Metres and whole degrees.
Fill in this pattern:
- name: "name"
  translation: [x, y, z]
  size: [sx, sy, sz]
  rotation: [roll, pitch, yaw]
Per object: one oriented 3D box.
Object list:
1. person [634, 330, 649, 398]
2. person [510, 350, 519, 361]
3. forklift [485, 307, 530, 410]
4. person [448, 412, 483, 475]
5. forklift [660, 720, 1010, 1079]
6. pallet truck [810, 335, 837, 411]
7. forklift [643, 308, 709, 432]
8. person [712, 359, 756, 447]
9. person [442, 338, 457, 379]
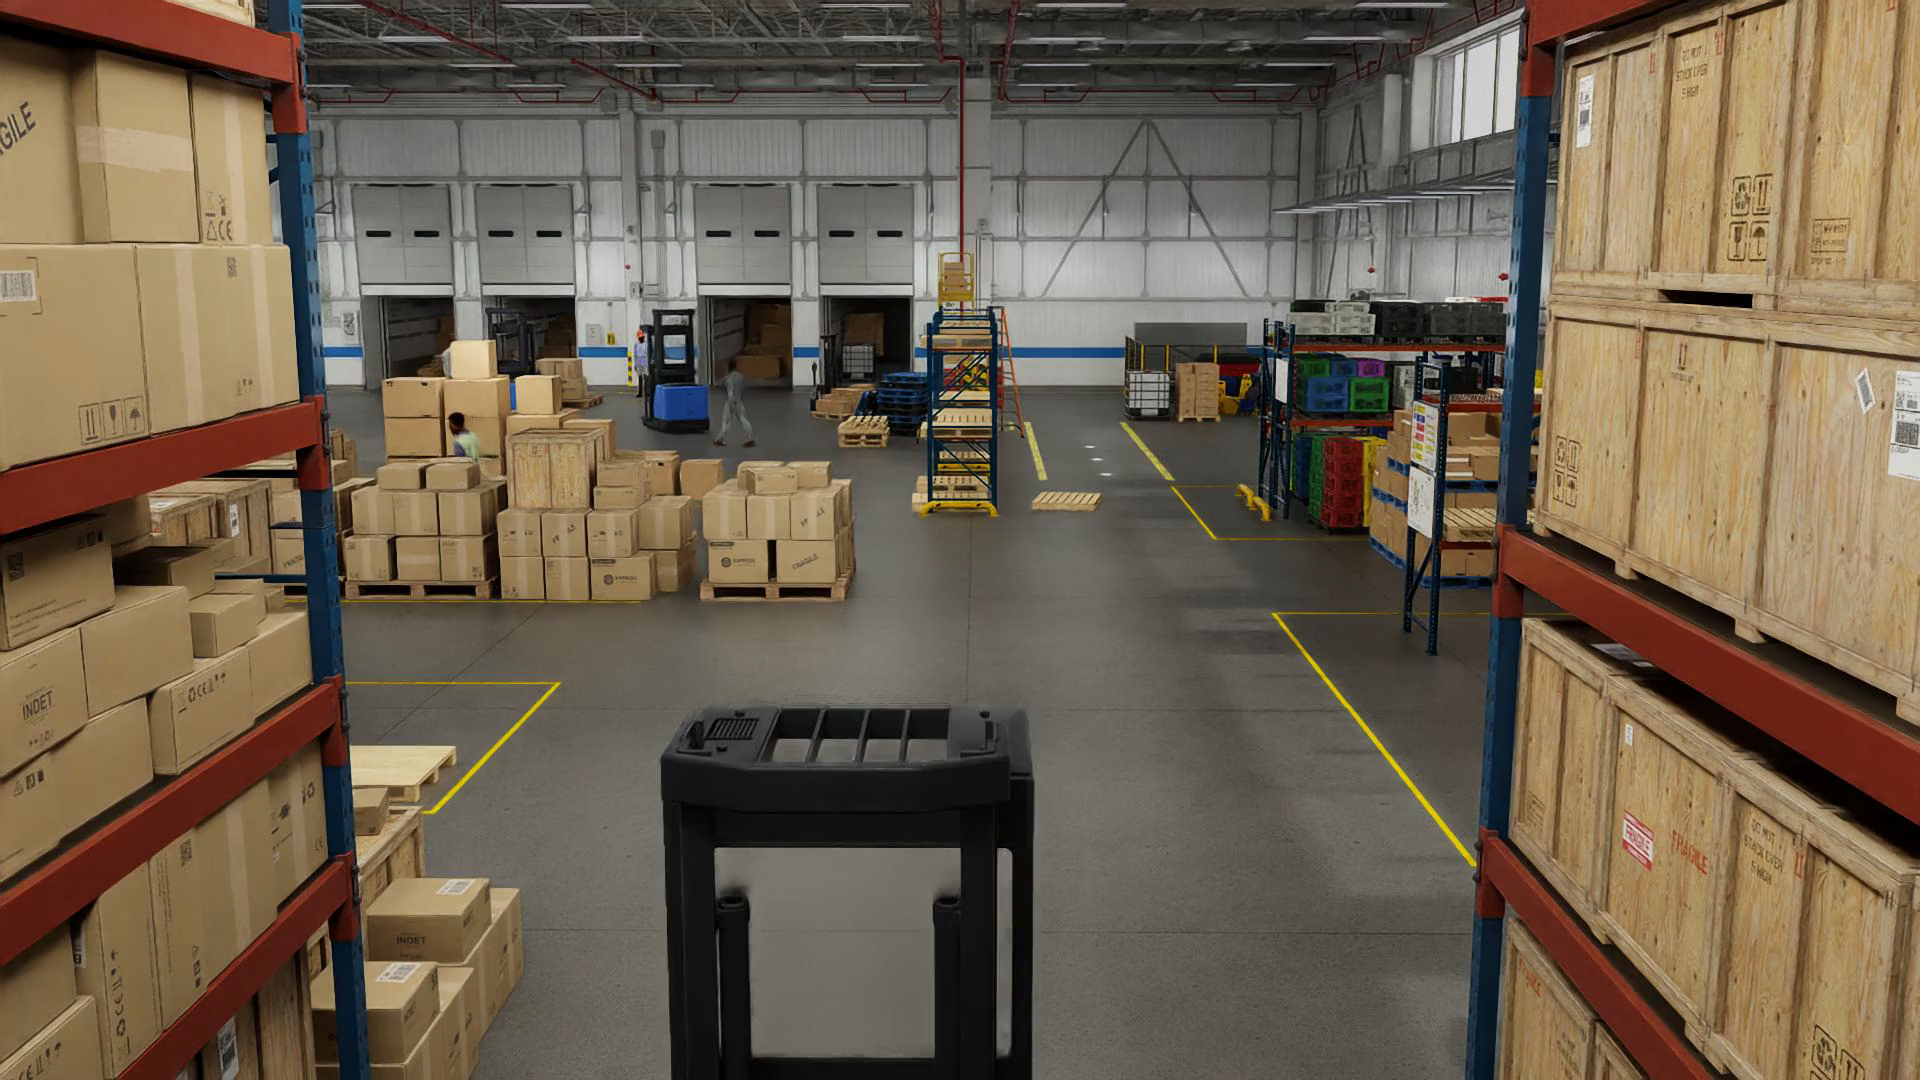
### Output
- name: "person"
  translation: [-9.034, -4.999, 47.307]
  size: [0.542, 1.929, 0.395]
  rotation: [3, 10, 16]
- name: "person"
  translation: [-11.536, -4.102, 42.999]
  size: [0.664, 1.614, 0.552]
  rotation: [4, 11, 24]
- name: "forklift"
  translation: [-10.754, -4.150, 39.646]
  size: [1.129, 2.768, 1.873]
  rotation: [0, 10, 1]
- name: "person"
  translation: [-7.020, -0.873, 23.572]
  size: [0.482, 1.890, 0.626]
  rotation: [1, 10, 3]
- name: "forklift"
  translation: [-0.328, 1.897, 4.755]
  size: [1.129, 2.768, 1.873]
  rotation: [0, 10, 1]
- name: "pallet truck"
  translation: [-3.021, -4.312, 43.126]
  size: [1.885, 1.965, 0.823]
  rotation: [3, 10, 17]
- name: "forklift"
  translation: [-6.623, -3.980, 38.665]
  size: [1.129, 2.768, 1.873]
  rotation: [-5, 11, -25]
- name: "person"
  translation: [-4.780, -2.896, 35.289]
  size: [1.049, 1.888, 0.643]
  rotation: [4, 11, 24]
- name: "person"
  translation: [-12.985, -4.203, 42.686]
  size: [0.627, 1.934, 0.370]
  rotation: [6, 11, 30]
